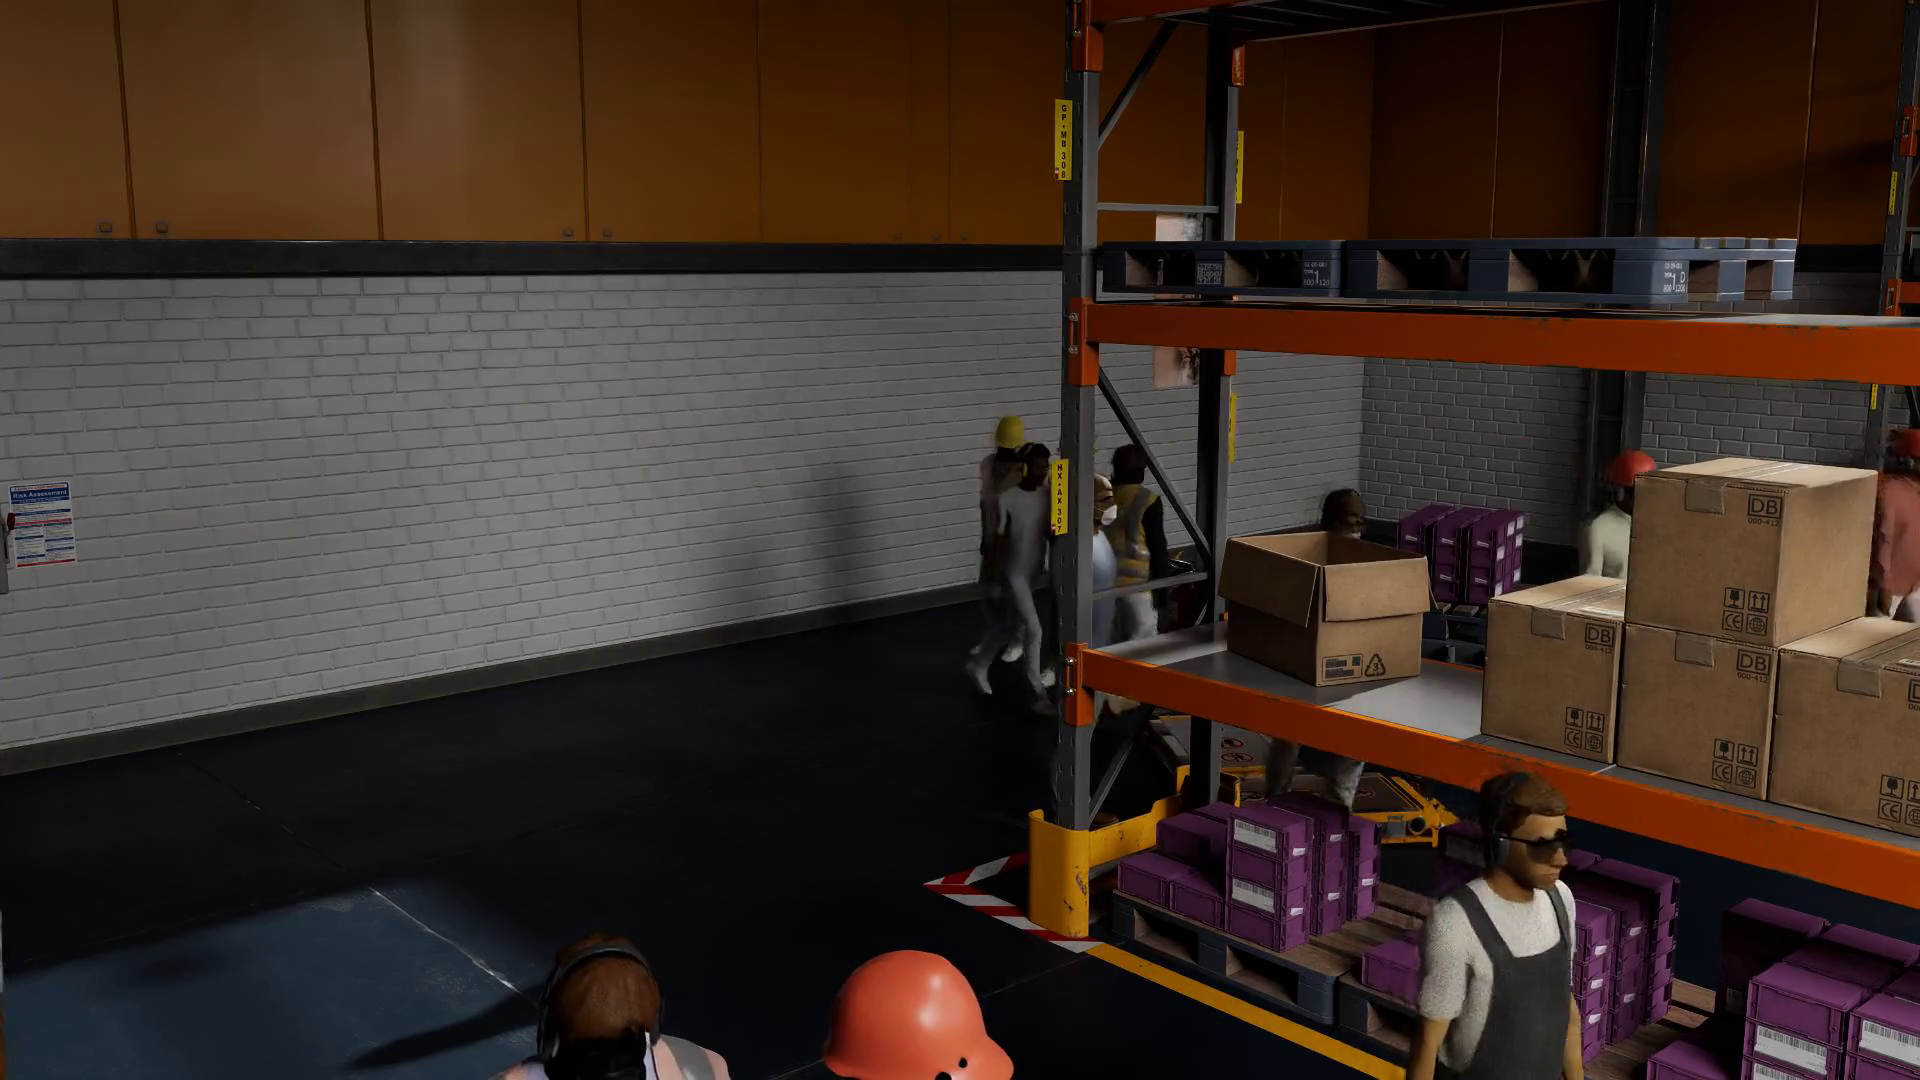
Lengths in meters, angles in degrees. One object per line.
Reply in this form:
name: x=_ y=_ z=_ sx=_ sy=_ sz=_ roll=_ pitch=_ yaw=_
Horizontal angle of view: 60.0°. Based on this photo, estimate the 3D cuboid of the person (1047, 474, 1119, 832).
person: x=0.646 y=0.603 z=8.644 sx=0.371 sy=1.940 sz=0.627 roll=3 pitch=10 yaw=19

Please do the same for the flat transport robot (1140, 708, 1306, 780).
flat transport robot: x=1.514 y=1.254 z=9.714 sx=0.652 sy=0.197 sz=1.431 roll=-1 pitch=10 yaw=-6

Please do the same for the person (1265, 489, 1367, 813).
person: x=1.842 y=0.677 z=8.334 sx=0.738 sy=1.888 sz=0.767 roll=-4 pitch=10 yaw=-22

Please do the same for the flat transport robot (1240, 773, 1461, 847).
flat transport robot: x=1.874 y=1.422 z=8.725 sx=1.431 sy=0.197 sz=0.652 roll=-1 pitch=10 yaw=-6

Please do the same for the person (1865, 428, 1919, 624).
person: x=5.961 y=0.245 z=10.686 sx=0.614 sy=1.970 sz=0.908 roll=-4 pitch=11 yaw=-24

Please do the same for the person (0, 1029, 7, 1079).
person: x=-2.574 y=1.433 z=4.113 sx=0.514 sy=1.840 sz=0.932 roll=-3 pitch=10 yaw=-17

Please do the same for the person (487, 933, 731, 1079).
person: x=-0.649 y=1.607 z=3.071 sx=0.620 sy=1.838 sz=0.430 roll=-7 pitch=12 yaw=-35

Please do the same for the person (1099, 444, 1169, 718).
person: x=1.046 y=0.283 z=10.863 sx=0.641 sy=1.822 sz=0.624 roll=9 pitch=13 yaw=43

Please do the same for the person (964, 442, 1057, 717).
person: x=0.381 y=0.222 z=11.266 sx=0.530 sy=1.819 sz=0.952 roll=-9 pitch=13 yaw=-42

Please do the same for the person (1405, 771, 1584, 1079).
person: x=1.332 y=1.433 z=4.205 sx=0.523 sy=1.804 sz=0.951 roll=-7 pitch=12 yaw=-36

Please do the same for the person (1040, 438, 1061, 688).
person: x=0.820 y=0.100 z=11.965 sx=0.988 sy=1.823 sz=0.512 roll=-9 pitch=13 yaw=-43

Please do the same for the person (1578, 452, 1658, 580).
person: x=3.664 y=0.497 z=9.150 sx=0.660 sy=1.971 sz=0.567 roll=-5 pitch=11 yaw=-28

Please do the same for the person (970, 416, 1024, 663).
person: x=0.351 y=0.001 z=12.341 sx=0.503 sy=1.878 sz=0.641 roll=-9 pitch=14 yaw=-44

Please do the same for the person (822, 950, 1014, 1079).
person: x=-0.090 y=1.604 z=2.793 sx=0.362 sy=1.935 sz=0.553 roll=2 pitch=10 yaw=11
